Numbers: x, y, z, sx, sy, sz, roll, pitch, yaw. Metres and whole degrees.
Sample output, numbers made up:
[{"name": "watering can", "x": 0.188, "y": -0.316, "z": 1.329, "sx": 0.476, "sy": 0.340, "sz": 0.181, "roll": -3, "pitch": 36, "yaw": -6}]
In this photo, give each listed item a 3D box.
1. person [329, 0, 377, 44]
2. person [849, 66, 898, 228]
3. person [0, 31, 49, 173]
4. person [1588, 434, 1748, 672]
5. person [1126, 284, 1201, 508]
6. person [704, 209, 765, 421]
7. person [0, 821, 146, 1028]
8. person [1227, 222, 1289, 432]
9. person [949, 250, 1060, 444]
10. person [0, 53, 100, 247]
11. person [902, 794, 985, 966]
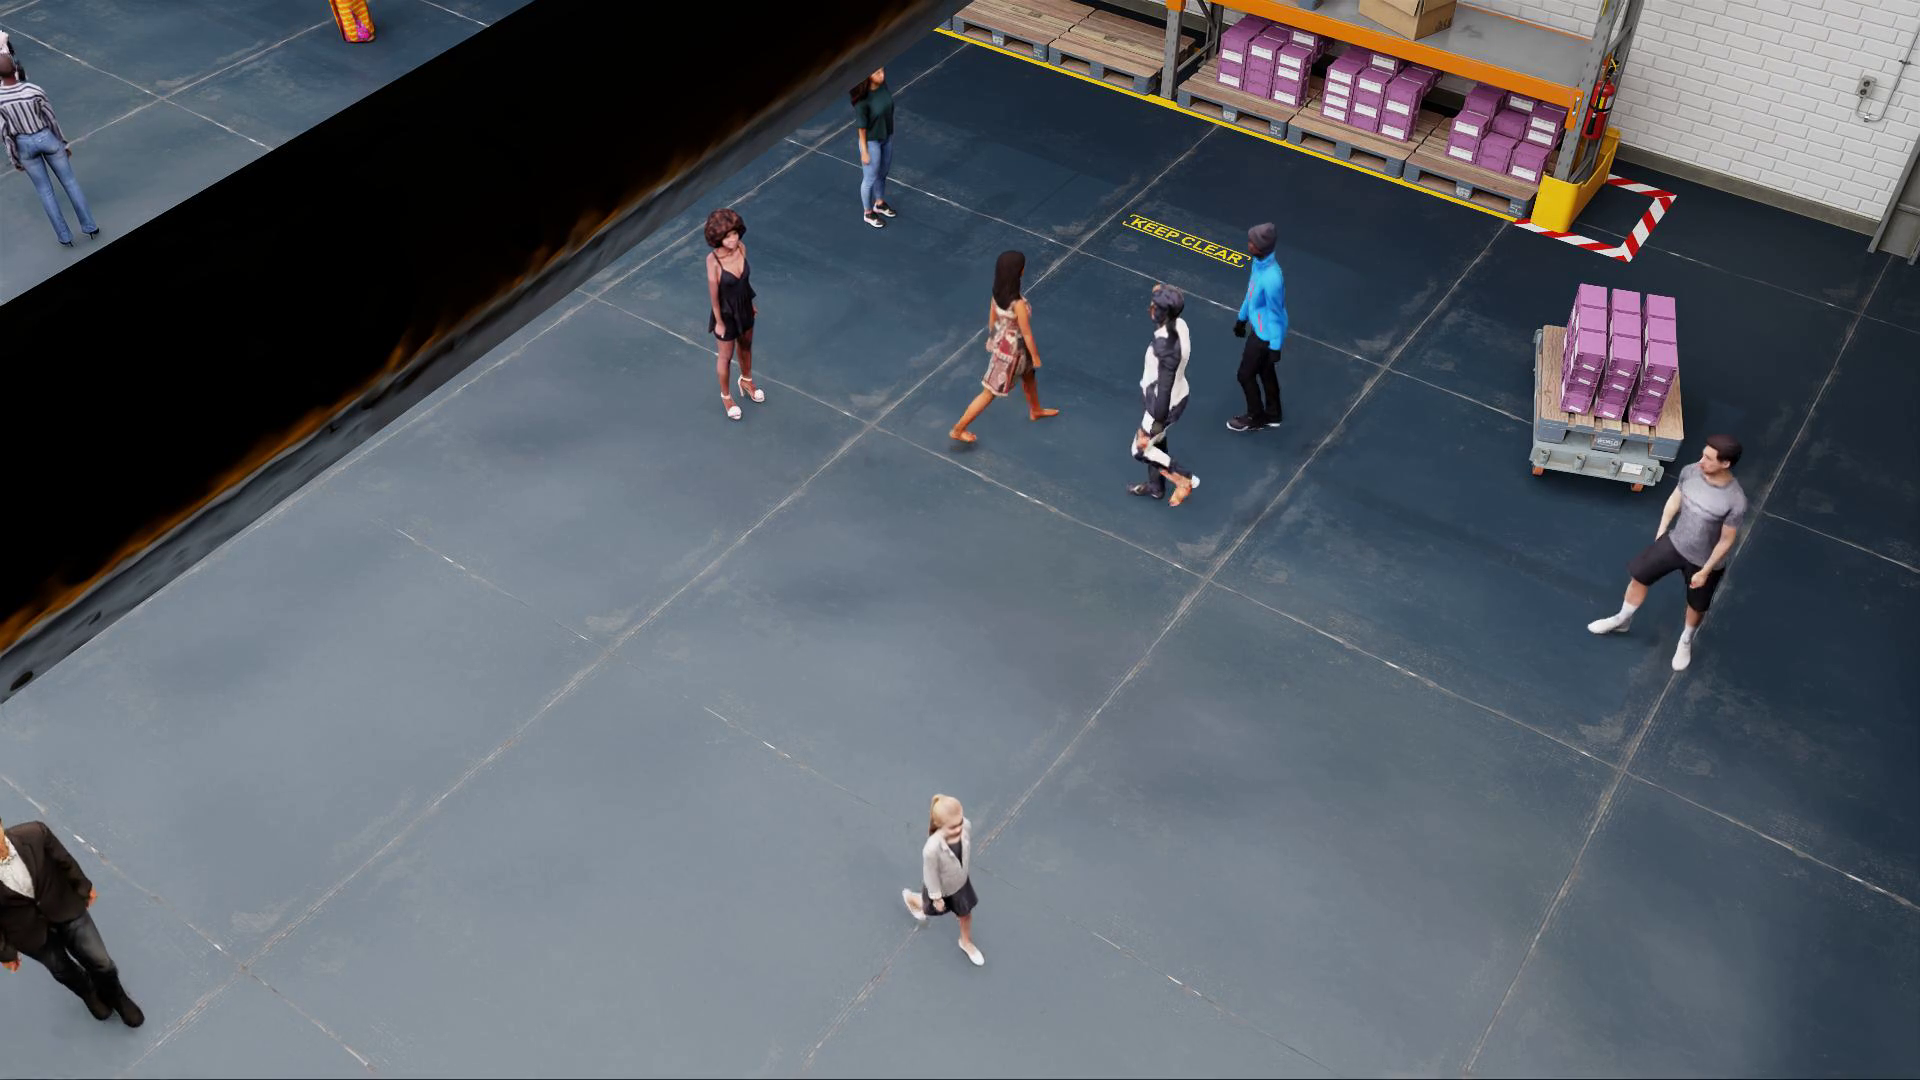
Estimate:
[{"name": "person", "x": -6.410, "y": -6.026, "z": 17.227, "sx": 0.843, "sy": 1.686, "sz": 0.779, "roll": -9, "pitch": 44, "yaw": -9}, {"name": "person", "x": -0.751, "y": -3.528, "z": 14.657, "sx": 0.570, "sy": 1.615, "sz": 0.572, "roll": 26, "pitch": 49, "yaw": 25}, {"name": "person", "x": -8.871, "y": -4.153, "z": 15.306, "sx": 0.755, "sy": 1.624, "sz": 0.729, "roll": 15, "pitch": 46, "yaw": 15}, {"name": "person", "x": 4.789, "y": 0.043, "z": 10.738, "sx": 0.959, "sy": 1.850, "sz": 0.838, "roll": -34, "pitch": 53, "yaw": -31}, {"name": "person", "x": 1.525, "y": -0.970, "z": 11.781, "sx": 0.922, "sy": 1.878, "sz": 0.863, "roll": 5, "pitch": 44, "yaw": 5}, {"name": "person", "x": -1.726, "y": -1.727, "z": 12.639, "sx": 0.542, "sy": 1.789, "sz": 0.570, "roll": 29, "pitch": 51, "yaw": 27}, {"name": "person", "x": -4.884, "y": 1.939, "z": 8.786, "sx": 0.775, "sy": 1.797, "sz": 0.774, "roll": -34, "pitch": 53, "yaw": -31}, {"name": "person", "x": 2.359, "y": -1.542, "z": 12.463, "sx": 0.830, "sy": 1.764, "sz": 0.779, "roll": -8, "pitch": 44, "yaw": -8}, {"name": "person", "x": 0.279, "y": -1.382, "z": 12.419, "sx": 1.114, "sy": 1.595, "sz": 1.158, "roll": -13, "pitch": 45, "yaw": -14}, {"name": "person", "x": -7.930, "y": -3.353, "z": 14.343, "sx": 0.701, "sy": 1.795, "sz": 0.668, "roll": -24, "pitch": 49, "yaw": -23}, {"name": "person", "x": -0.116, "y": 1.842, "z": 9.279, "sx": 0.665, "sy": 1.258, "sz": 0.896, "roll": -27, "pitch": 50, "yaw": -25}]
